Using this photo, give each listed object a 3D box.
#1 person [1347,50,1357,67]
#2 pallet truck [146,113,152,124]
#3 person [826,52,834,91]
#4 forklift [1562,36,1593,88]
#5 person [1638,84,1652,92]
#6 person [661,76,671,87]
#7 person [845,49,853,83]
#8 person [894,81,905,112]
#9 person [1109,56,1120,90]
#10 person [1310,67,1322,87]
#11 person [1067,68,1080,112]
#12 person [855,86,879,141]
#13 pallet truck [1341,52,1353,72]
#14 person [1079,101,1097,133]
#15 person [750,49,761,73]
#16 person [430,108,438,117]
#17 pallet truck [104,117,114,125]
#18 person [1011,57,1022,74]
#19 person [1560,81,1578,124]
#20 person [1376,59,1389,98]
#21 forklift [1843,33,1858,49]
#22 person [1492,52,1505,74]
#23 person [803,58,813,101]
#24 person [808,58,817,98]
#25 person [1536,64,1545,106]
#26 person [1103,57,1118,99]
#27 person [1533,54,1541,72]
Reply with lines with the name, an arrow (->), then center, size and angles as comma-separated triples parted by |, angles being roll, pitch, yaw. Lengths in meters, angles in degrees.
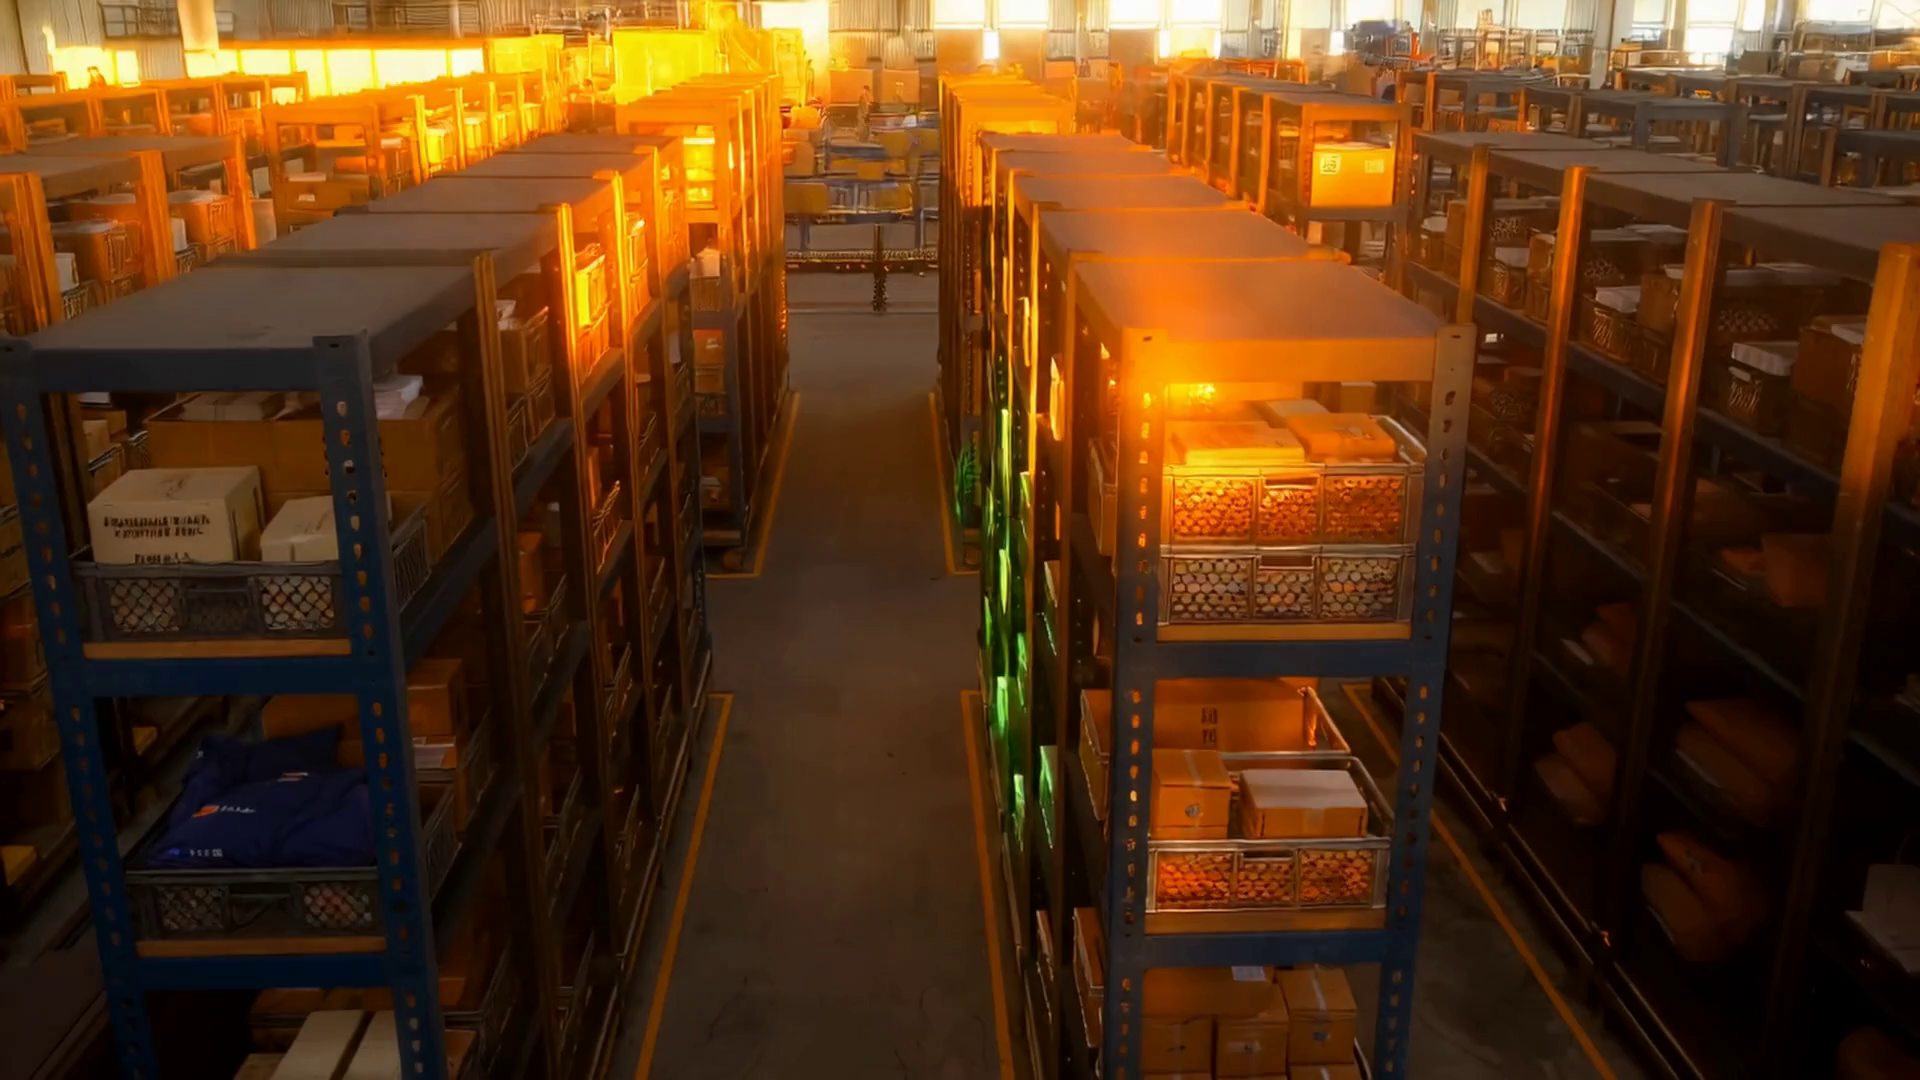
person -> 20.653, -24.810, 87.569 | 0.376, 1.922, 0.594 | -13, 22, -35
pallet truck -> -18.087, -8.309, 36.390 | 1.885, 1.965, 0.823 | -1, 18, -4
person -> -6.602, -23.850, 84.609 | 0.379, 1.916, 0.597 | -12, 22, -34
forklift -> 28.981, -22.023, 77.415 | 1.873, 2.768, 1.129 | -1, 18, -2
person -> 25.032, -16.041, 60.907 | 0.508, 1.629, 0.314 | -1, 18, -2
person -> -9.733, -14.528, 55.671 | 0.823, 1.962, 0.664 | 4, 18, 13
person -> -6.133, -26.340, 92.430 | 0.392, 1.848, 0.562 | -11, 21, -30
person -> -1.969, -13.723, 53.265 | 0.474, 1.922, 0.552 | 4, 18, 13
person -> 7.304, -21.914, 78.694 | 0.574, 1.876, 0.354 | -5, 19, -14
person -> 13.426, -16.878, 62.958 | 0.364, 1.962, 0.611 | 15, 23, 39
person -> 4.387, -17.112, 63.781 | 0.966, 1.893, 0.564 | 7, 19, 20
person -> -3.067, -13.538, 52.924 | 0.958, 1.777, 0.591 | -5, 18, -14
pallet truck -> 18.794, -23.123, 82.231 | 0.823, 1.965, 1.885 | -13, 22, -35
person -> 3.713, -11.990, 48.442 | 0.501, 1.585, 0.870 | -5, 19, -15
person -> -11.257, -26.154, 91.764 | 0.586, 1.910, 0.395 | -7, 19, -21
person -> -17.444, -14.244, 55.197 | 0.512, 1.716, 0.551 | -6, 19, -19
pallet truck -> -18.367, -7.885, 35.078 | 1.885, 1.965, 0.823 | 1, 18, 2
person -> 2.648, -21.554, 77.558 | 0.584, 1.882, 0.345 | 9, 20, 26
person -> 19.894, -13.993, 54.216 | 1.010, 1.857, 0.669 | 12, 22, 33
person -> 18.107, -19.585, 71.215 | 0.540, 2.000, 0.705 | -2, 18, -5
forklift -> 44.508, -23.936, 83.335 | 1.873, 2.768, 1.129 | -2, 18, -7
person -> 28.020, -24.478, 86.664 | 1.078, 1.862, 0.691 | -17, 24, -41
person -> -6.968, -21.029, 75.939 | 0.539, 1.891, 0.964 | -7, 19, -22
person -> -6.890, -21.342, 76.964 | 0.505, 1.847, 0.346 | -4, 18, -13
person -> 24.109, -18.860, 69.268 | 0.527, 1.858, 0.318 | -10, 20, -28
person -> 6.959, -21.131, 76.211 | 0.614, 1.918, 0.860 | -14, 22, -36
person -> 29.264, -23.673, 84.232 | 0.643, 1.813, 0.776 | -12, 21, -33
